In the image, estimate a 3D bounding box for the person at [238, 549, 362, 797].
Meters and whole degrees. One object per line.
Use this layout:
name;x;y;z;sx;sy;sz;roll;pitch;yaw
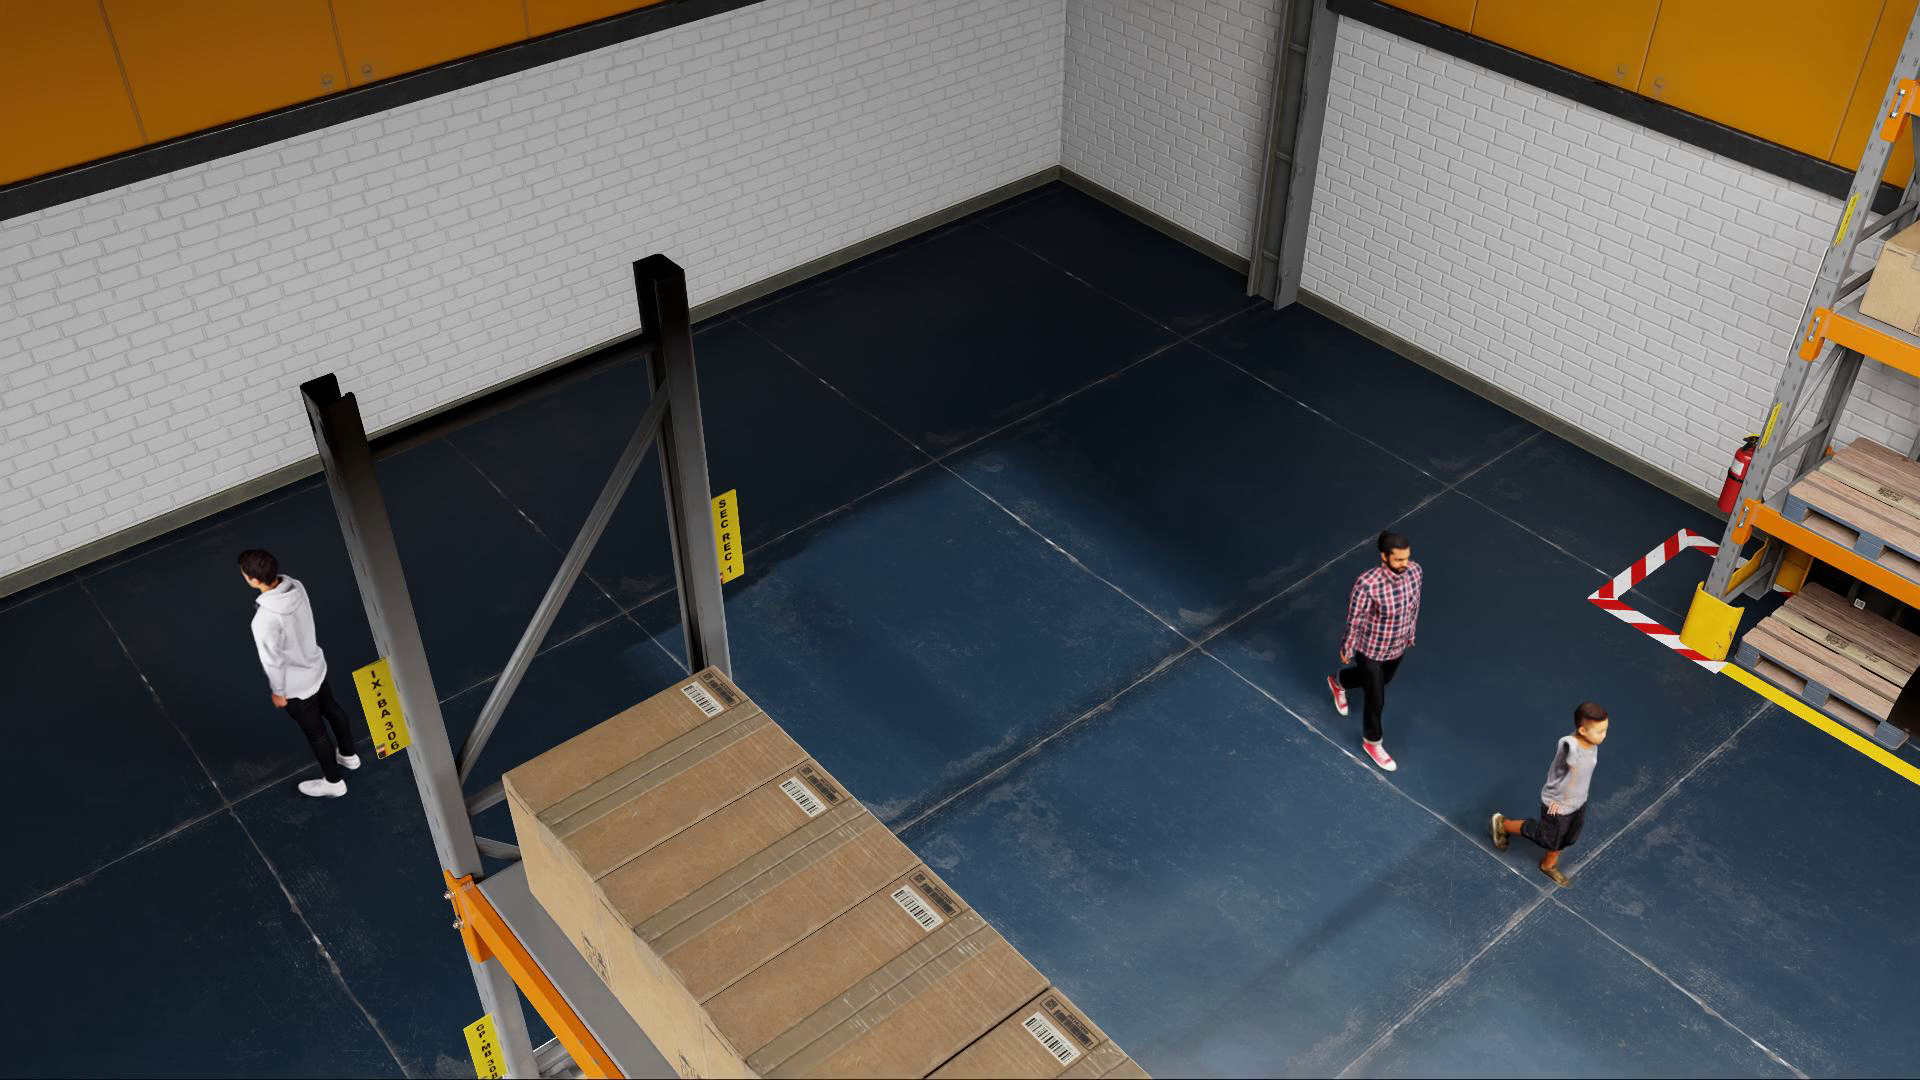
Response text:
person;-4.164;0.824;10.508;0.819;1.927;0.748;2;39;2

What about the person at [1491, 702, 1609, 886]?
person;3.618;1.478;10.074;0.568;1.446;0.794;-28;47;-31

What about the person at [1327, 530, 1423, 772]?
person;2.715;0.624;10.898;0.821;1.752;1.107;-20;43;-23
